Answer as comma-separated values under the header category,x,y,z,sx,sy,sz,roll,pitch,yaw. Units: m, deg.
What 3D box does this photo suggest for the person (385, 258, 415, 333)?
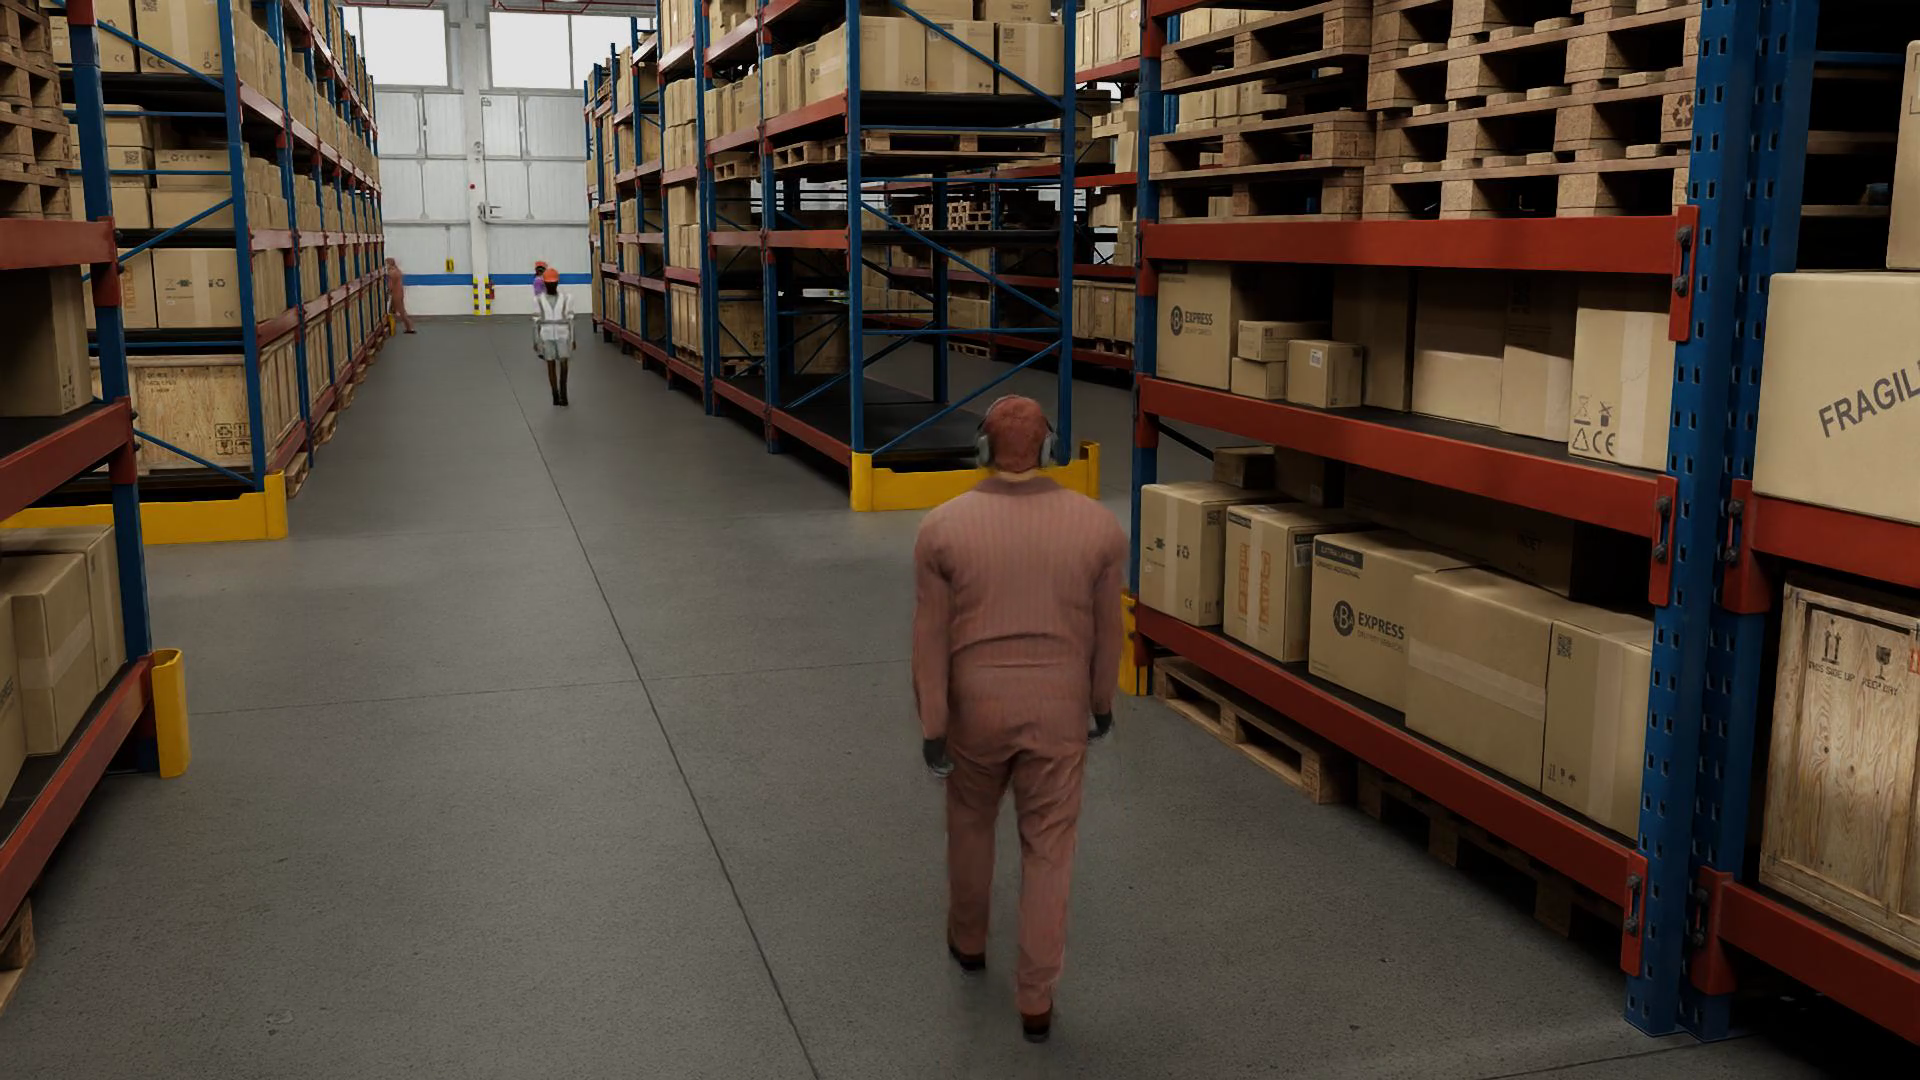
category,x,y,z,sx,sy,sz,roll,pitch,yaw
person,-13.763,-5.927,40.406,0.953,1.844,0.669,-2,11,-11

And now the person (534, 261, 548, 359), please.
category,x,y,z,sx,sy,sz,roll,pitch,yaw
person,-8.039,-4.456,32.219,0.526,1.889,0.634,4,11,19

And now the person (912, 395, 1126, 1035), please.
category,x,y,z,sx,sy,sz,roll,pitch,yaw
person,0.174,0.492,5.127,0.642,1.874,0.863,0,10,-1

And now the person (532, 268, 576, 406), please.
category,x,y,z,sx,sy,sz,roll,pitch,yaw
person,-5.620,-2.785,22.994,0.578,1.904,0.853,-2,11,-11

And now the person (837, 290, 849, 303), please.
category,x,y,z,sx,sy,sz,roll,pitch,yaw
person,-3.037,-6.475,43.761,0.550,1.715,0.537,-7,13,-35

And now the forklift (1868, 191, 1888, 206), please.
category,x,y,z,sx,sy,sz,roll,pitch,yaw
forklift,9.372,-2.294,17.647,1.129,2.768,1.873,-3,11,-17
